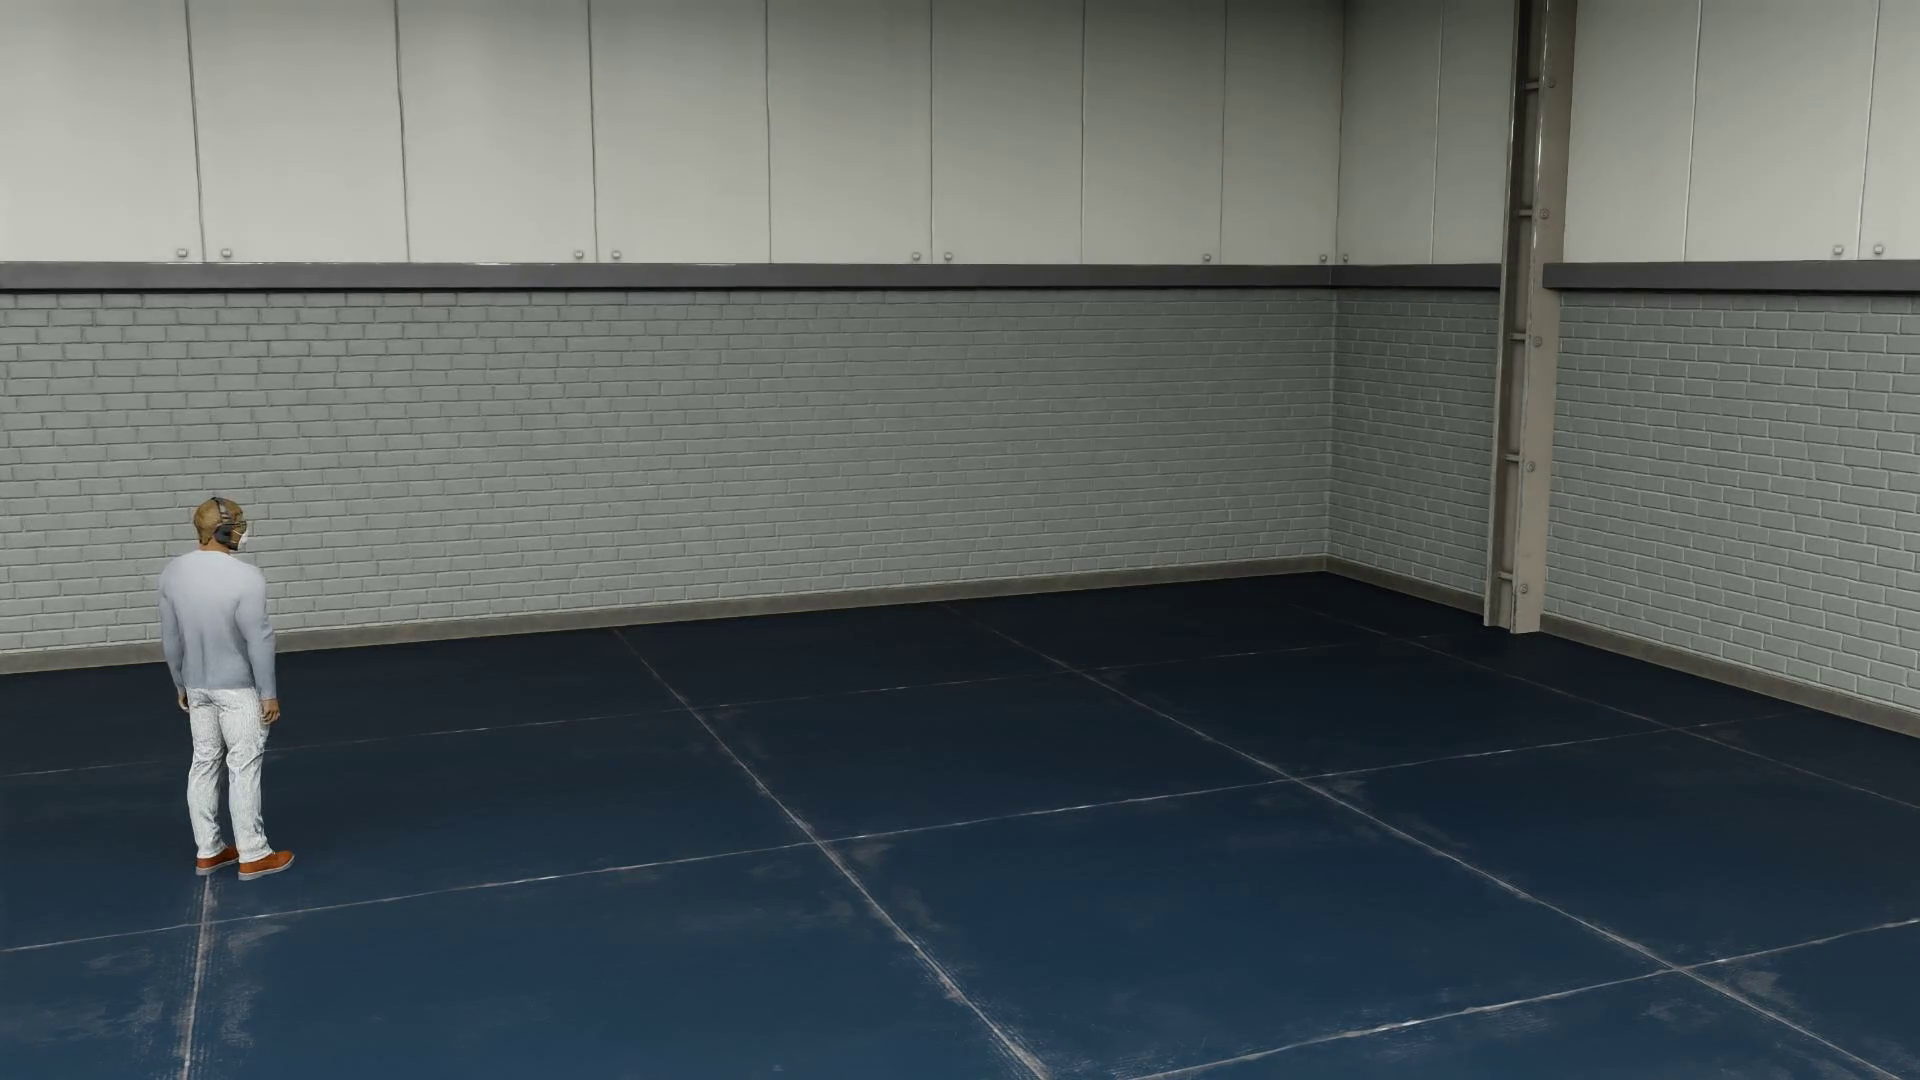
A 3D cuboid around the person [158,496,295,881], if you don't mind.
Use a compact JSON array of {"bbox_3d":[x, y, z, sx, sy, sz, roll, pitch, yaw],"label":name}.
[{"bbox_3d":[-3.693,0.744,8.366,0.638,1.936,0.356,3,10,20],"label":"person"}]
